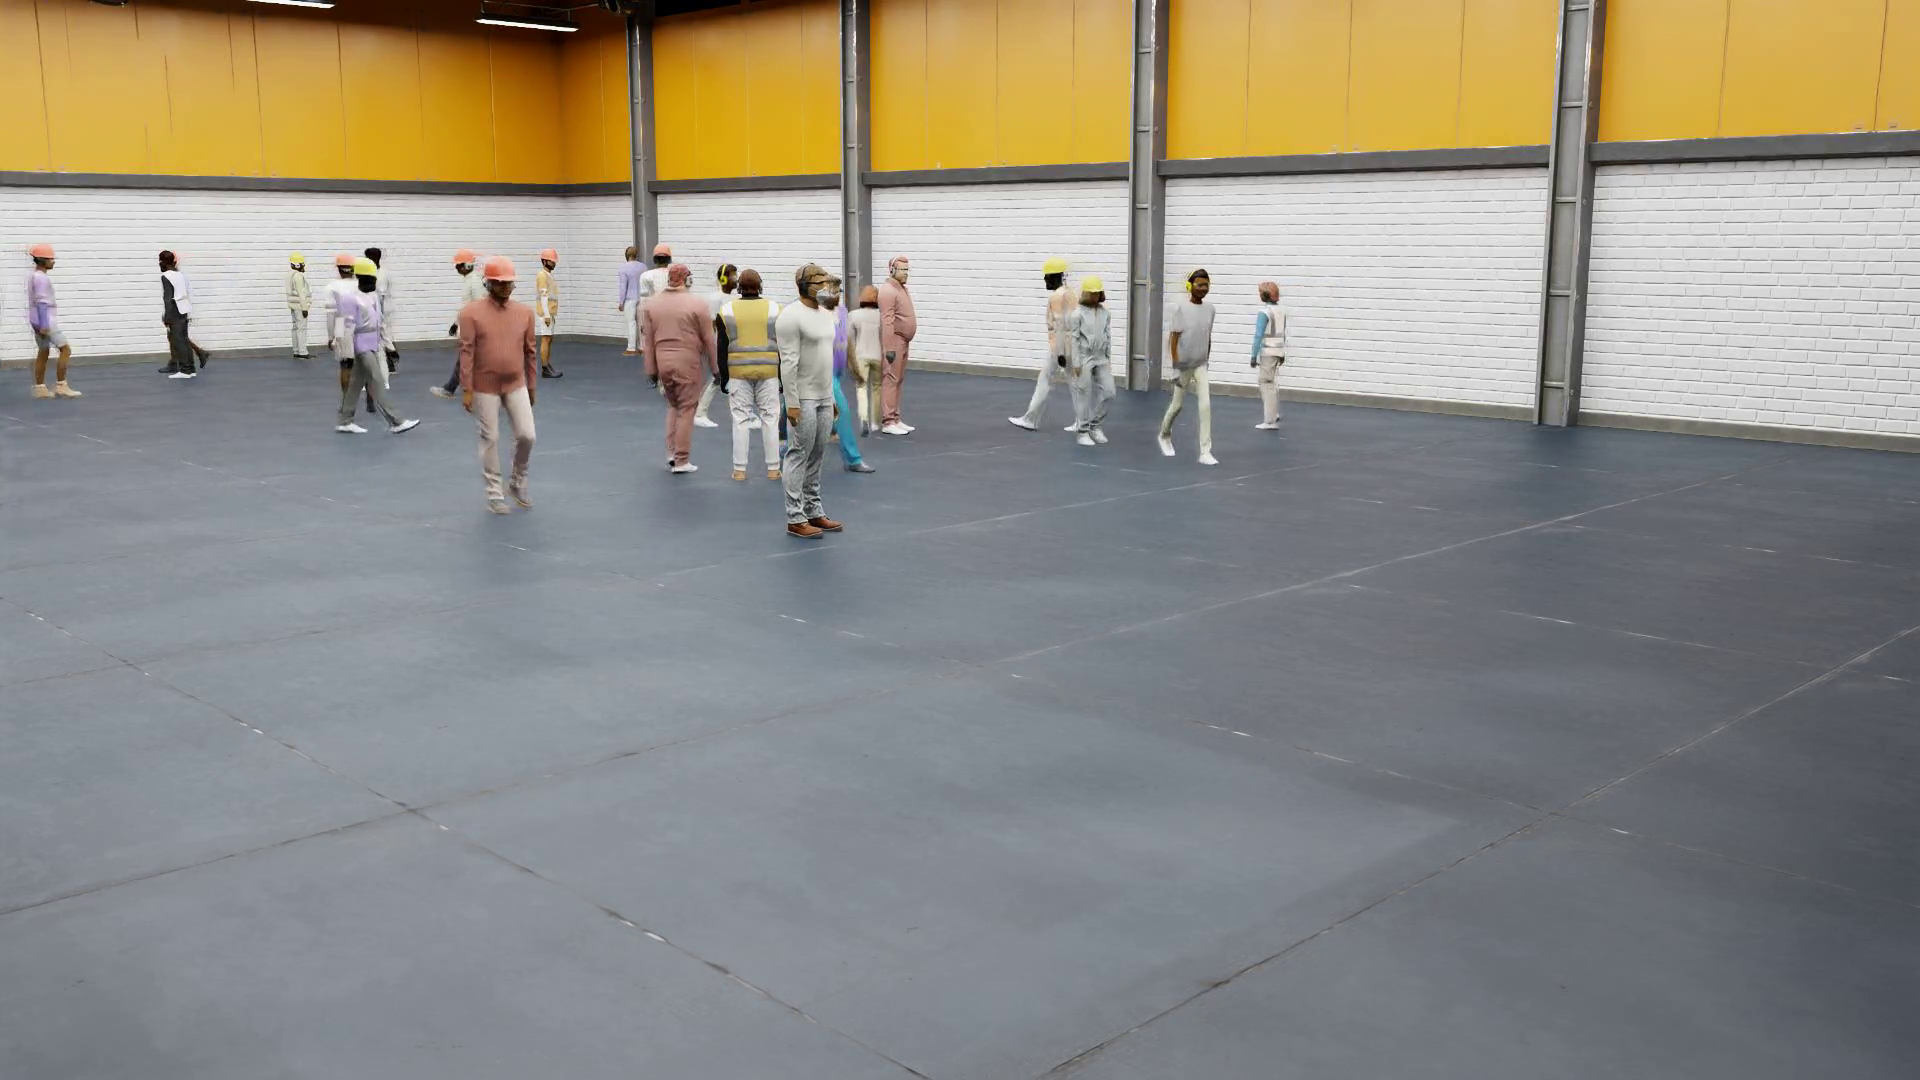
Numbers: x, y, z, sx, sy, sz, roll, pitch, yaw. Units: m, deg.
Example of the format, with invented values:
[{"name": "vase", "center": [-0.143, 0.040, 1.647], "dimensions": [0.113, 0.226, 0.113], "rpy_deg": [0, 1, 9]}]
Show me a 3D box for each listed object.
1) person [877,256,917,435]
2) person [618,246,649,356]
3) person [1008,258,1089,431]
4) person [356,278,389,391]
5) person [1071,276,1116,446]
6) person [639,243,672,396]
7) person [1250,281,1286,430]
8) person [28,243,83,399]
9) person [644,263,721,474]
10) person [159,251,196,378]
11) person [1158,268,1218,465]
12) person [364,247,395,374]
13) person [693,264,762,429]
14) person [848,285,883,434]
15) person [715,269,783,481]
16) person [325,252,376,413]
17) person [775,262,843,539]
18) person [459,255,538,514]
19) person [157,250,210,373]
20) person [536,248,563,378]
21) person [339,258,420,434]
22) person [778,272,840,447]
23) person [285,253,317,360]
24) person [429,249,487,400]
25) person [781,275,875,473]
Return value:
[{"name": "person", "center": [-0.665, -2.095, 17.948], "dimensions": [0.399, 1.905, 0.642], "rpy_deg": [2, 11, 11]}, {"name": "person", "center": [-5.804, -4.237, 29.530], "dimensions": [0.372, 1.940, 0.630], "rpy_deg": [8, 13, 38]}, {"name": "person", "center": [1.004, -2.109, 18.087], "dimensions": [0.953, 1.882, 0.613], "rpy_deg": [4, 11, 23]}, {"name": "person", "center": [-8.138, -2.871, 22.943], "dimensions": [0.288, 1.626, 0.497], "rpy_deg": [5, 12, 27]}, {"name": "person", "center": [1.346, -1.811, 16.873], "dimensions": [0.501, 1.724, 0.415], "rpy_deg": [-6, 12, -30]}, {"name": "person", "center": [-3.956, -2.927, 22.154], "dimensions": [0.609, 2.031, 0.417], "rpy_deg": [-3, 11, -15]}, {"name": "person", "center": [3.370, -2.020, 18.269], "dimensions": [0.395, 1.621, 0.546], "rpy_deg": [8, 13, 37]}, {"name": "person", "center": [-11.810, -2.835, 21.678], "dimensions": [0.690, 2.022, 0.609], "rpy_deg": [-8, 13, -37]}, {"name": "person", "center": [-2.474, -1.548, 15.021], "dimensions": [0.635, 1.881, 0.614], "rpy_deg": [5, 11, 25]}, {"name": "person", "center": [-11.779, -3.386, 25.006], "dimensions": [0.409, 1.904, 0.604], "rpy_deg": [-1, 10, -7]}, {"name": "person", "center": [2.163, -1.654, 15.755], "dimensions": [0.517, 1.835, 0.926], "rpy_deg": [-4, 11, -20]}, {"name": "person", "center": [-8.952, -3.500, 25.464], "dimensions": [0.537, 1.947, 0.643], "rpy_deg": [-6, 12, -28]}, {"name": "person", "center": [-2.566, -2.132, 18.390], "dimensions": [0.962, 1.826, 0.540], "rpy_deg": [2, 11, 11]}, {"name": "person", "center": [-0.965, -1.940, 17.904], "dimensions": [0.501, 1.607, 0.721], "rpy_deg": [-1, 10, -3]}, {"name": "person", "center": [-1.804, -1.432, 14.499], "dimensions": [0.627, 1.845, 0.429], "rpy_deg": [-2, 11, -9]}, {"name": "person", "center": [-7.320, -2.484, 19.984], "dimensions": [0.552, 1.933, 0.378], "rpy_deg": [-6, 12, -31]}, {"name": "person", "center": [-1.060, -0.991, 11.826], "dimensions": [0.371, 1.941, 0.627], "rpy_deg": [5, 11, 25]}, {"name": "person", "center": [-3.514, -1.170, 12.712], "dimensions": [0.638, 1.979, 0.441], "rpy_deg": [-6, 12, -31]}, {"name": "person", "center": [-12.198, -3.578, 26.013], "dimensions": [0.553, 1.914, 0.785], "rpy_deg": [10, 14, 44]}, {"name": "person", "center": [-6.170, -3.404, 25.006], "dimensions": [0.375, 1.931, 0.542], "rpy_deg": [-1, 10, -5]}, {"name": "person", "center": [-6.286, -2.064, 17.828], "dimensions": [0.974, 1.874, 0.607], "rpy_deg": [1, 10, 3]}, {"name": "person", "center": [-1.452, -1.811, 16.701], "dimensions": [0.875, 1.793, 0.526], "rpy_deg": [0, 10, 3]}, {"name": "person", "center": [-11.337, -4.009, 28.571], "dimensions": [0.404, 1.831, 0.600], "rpy_deg": [-9, 13, -39]}, {"name": "person", "center": [-6.405, -2.771, 21.520], "dimensions": [1.017, 1.934, 0.605], "rpy_deg": [-4, 11, -19]}, {"name": "person", "center": [-1.248, -1.506, 15.052], "dimensions": [0.977, 1.789, 0.584], "rpy_deg": [4, 11, 22]}]
